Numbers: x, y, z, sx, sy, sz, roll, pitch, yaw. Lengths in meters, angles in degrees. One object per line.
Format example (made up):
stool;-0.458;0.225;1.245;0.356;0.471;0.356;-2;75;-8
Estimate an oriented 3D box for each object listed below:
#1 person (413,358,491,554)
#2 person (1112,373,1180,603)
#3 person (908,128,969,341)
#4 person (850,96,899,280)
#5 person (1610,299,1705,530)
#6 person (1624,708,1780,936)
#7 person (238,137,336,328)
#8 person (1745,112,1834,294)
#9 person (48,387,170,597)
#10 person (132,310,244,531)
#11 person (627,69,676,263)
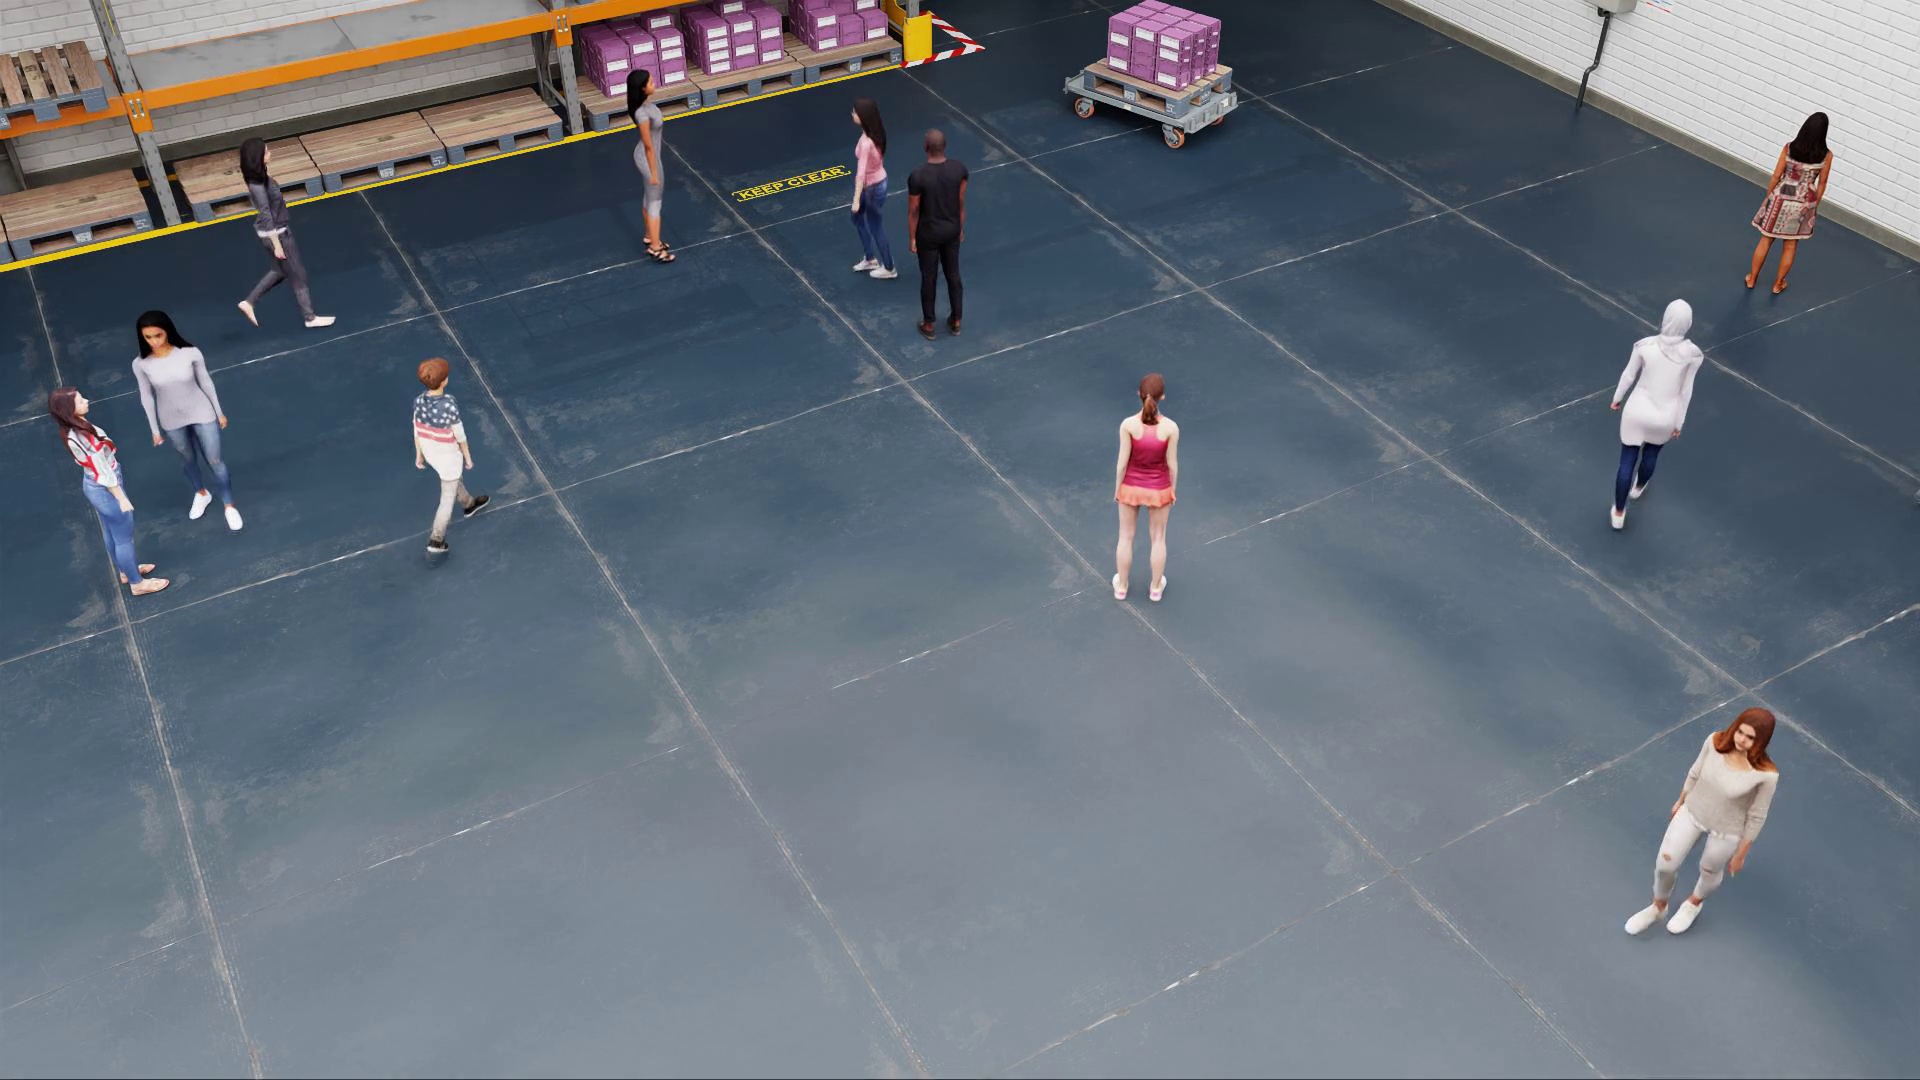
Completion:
person;-3.641;-0.568;11.593;0.911;1.405;1.049;15;41;18
person;1.223;-0.343;11.034;0.625;1.752;0.710;3;39;4
person;-0.172;-2.510;13.697;0.558;1.813;0.762;-13;40;-16
person;-0.673;-3.014;14.397;0.802;1.729;0.745;5;39;6
person;4.817;-0.833;11.640;0.936;1.761;1.032;16;41;19
person;4.053;1.456;8.829;0.755;1.692;0.679;-26;45;-29
person;-5.725;-2.478;13.715;0.950;1.742;0.630;-17;42;-20
person;7.163;-2.910;14.334;0.725;1.645;0.729;17;42;21
person;-5.732;-0.338;11.138;0.570;1.614;0.626;-28;47;-31
person;-5.442;-0.877;11.714;0.740;1.737;0.783;-12;40;-14
person;-2.758;-3.311;14.727;0.598;1.780;0.620;-10;40;-12
